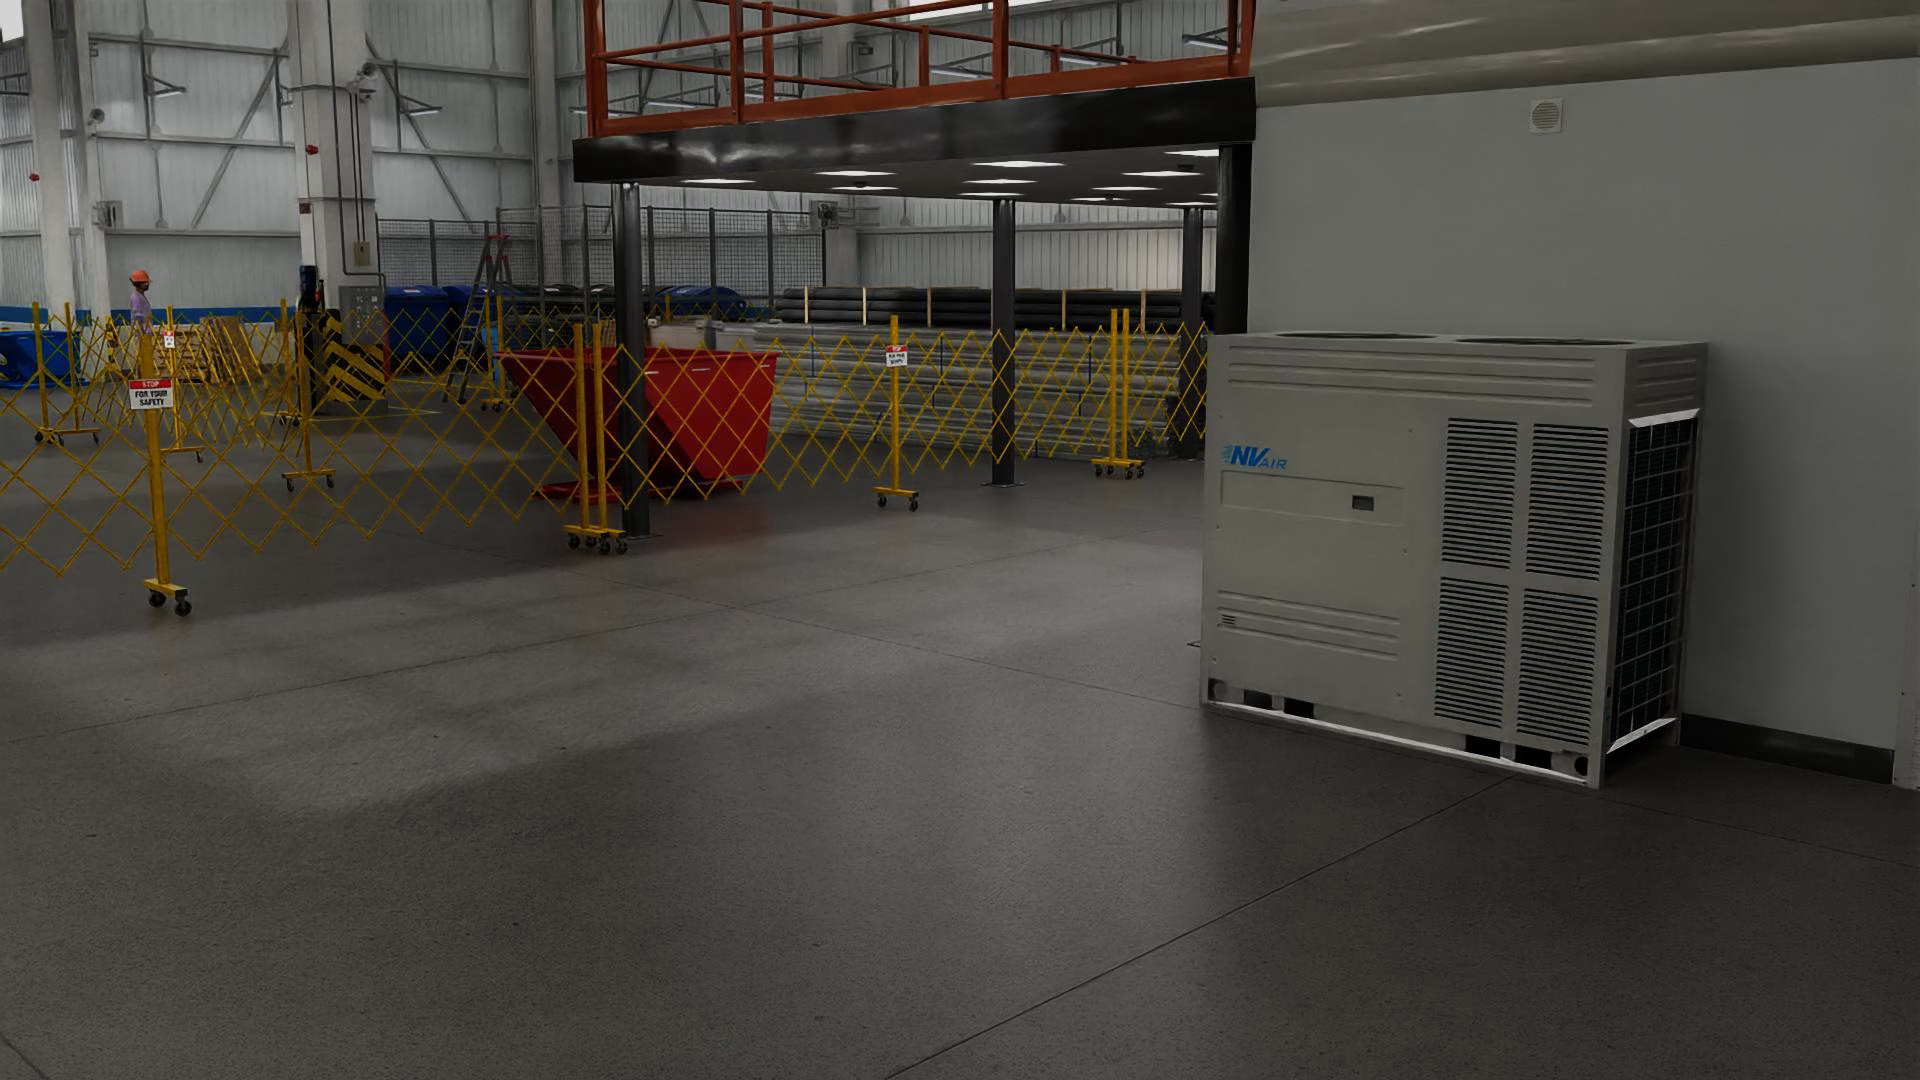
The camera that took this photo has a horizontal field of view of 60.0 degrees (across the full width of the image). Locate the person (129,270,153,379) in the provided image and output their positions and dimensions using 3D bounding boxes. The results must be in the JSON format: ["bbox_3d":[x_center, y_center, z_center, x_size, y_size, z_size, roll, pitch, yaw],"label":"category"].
[{"bbox_3d":[-13.489,-3.424,27.498,0.373,2.044,0.608,-3,10,-20],"label":"person"}]
